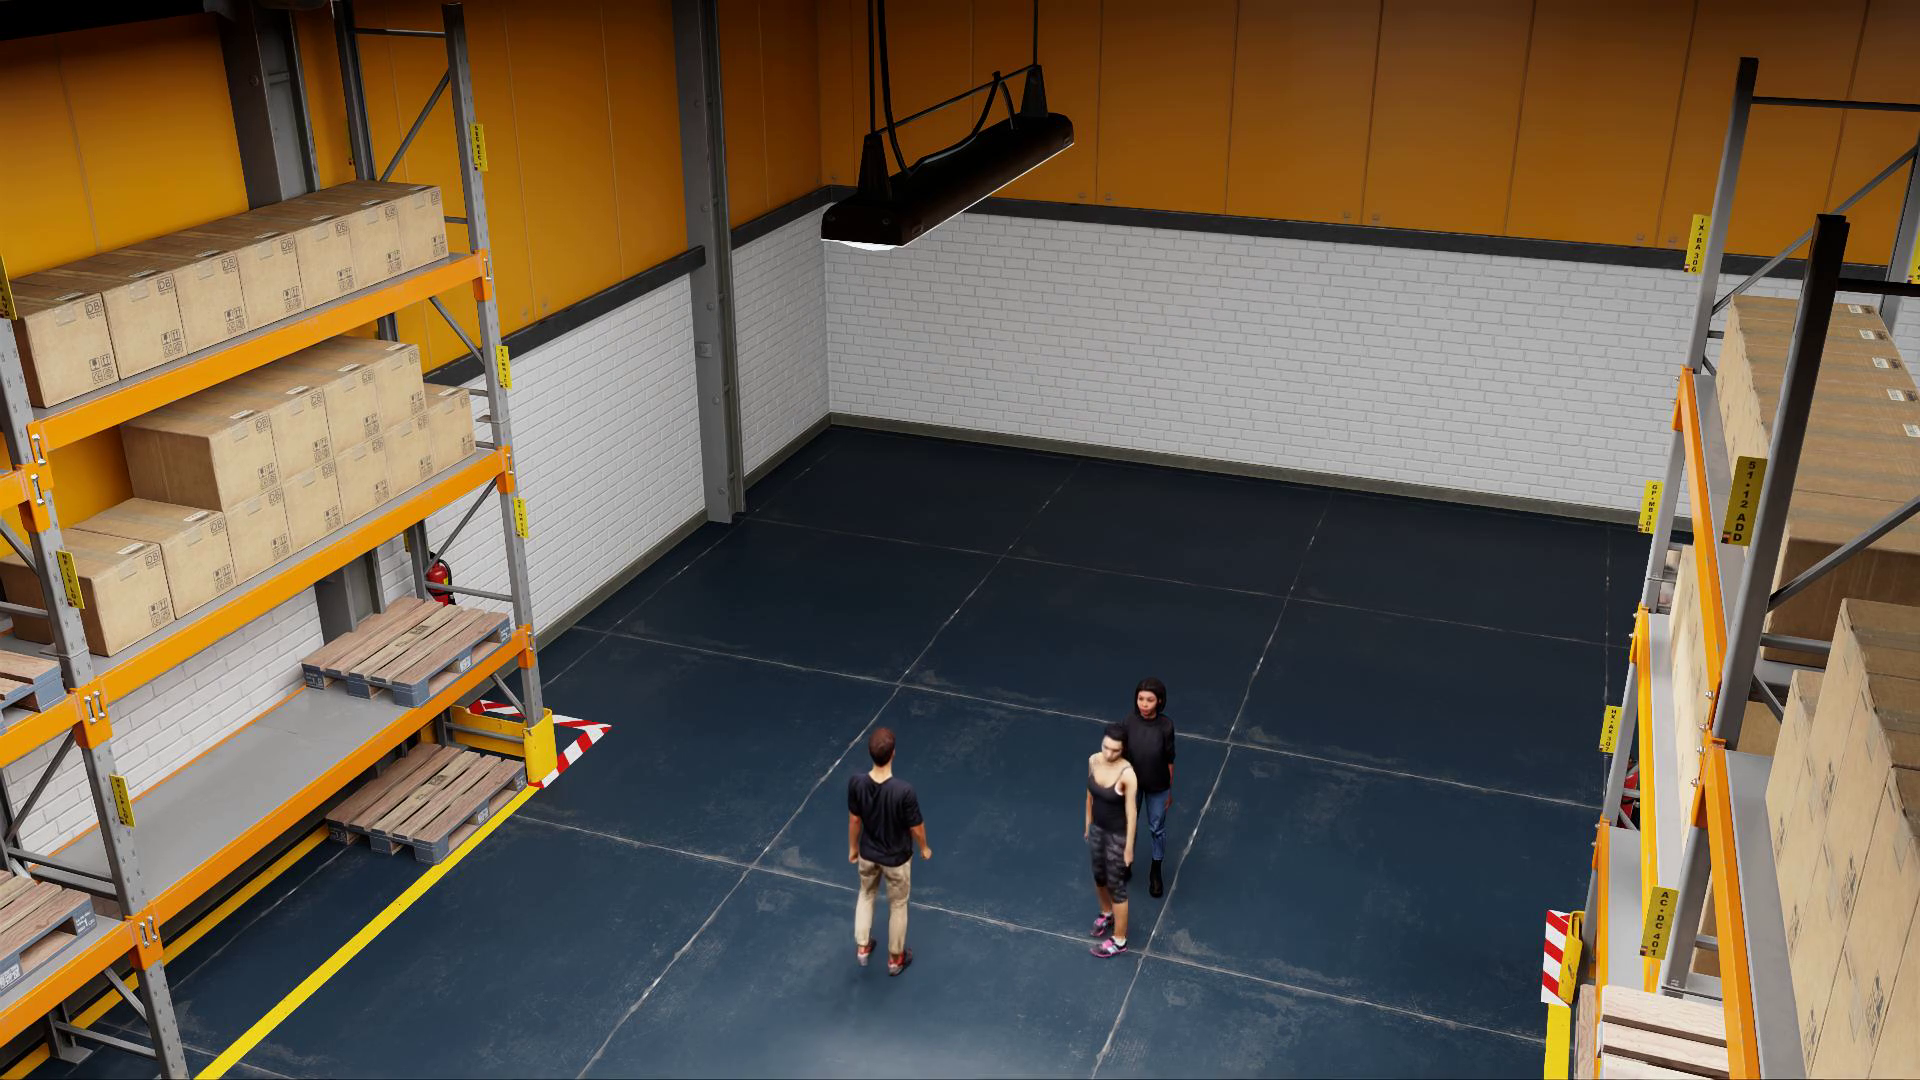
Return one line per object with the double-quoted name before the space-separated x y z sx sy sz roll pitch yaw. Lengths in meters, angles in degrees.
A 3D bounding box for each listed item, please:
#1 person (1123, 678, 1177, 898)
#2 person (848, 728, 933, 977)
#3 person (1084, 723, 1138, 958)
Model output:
"person" 1.317 1.742 11.810 0.589 1.701 0.559 6 24 13
"person" -0.496 2.080 10.853 0.650 1.849 0.571 8 25 18
"person" 1.057 1.993 11.229 0.775 1.708 0.736 -15 27 -30
